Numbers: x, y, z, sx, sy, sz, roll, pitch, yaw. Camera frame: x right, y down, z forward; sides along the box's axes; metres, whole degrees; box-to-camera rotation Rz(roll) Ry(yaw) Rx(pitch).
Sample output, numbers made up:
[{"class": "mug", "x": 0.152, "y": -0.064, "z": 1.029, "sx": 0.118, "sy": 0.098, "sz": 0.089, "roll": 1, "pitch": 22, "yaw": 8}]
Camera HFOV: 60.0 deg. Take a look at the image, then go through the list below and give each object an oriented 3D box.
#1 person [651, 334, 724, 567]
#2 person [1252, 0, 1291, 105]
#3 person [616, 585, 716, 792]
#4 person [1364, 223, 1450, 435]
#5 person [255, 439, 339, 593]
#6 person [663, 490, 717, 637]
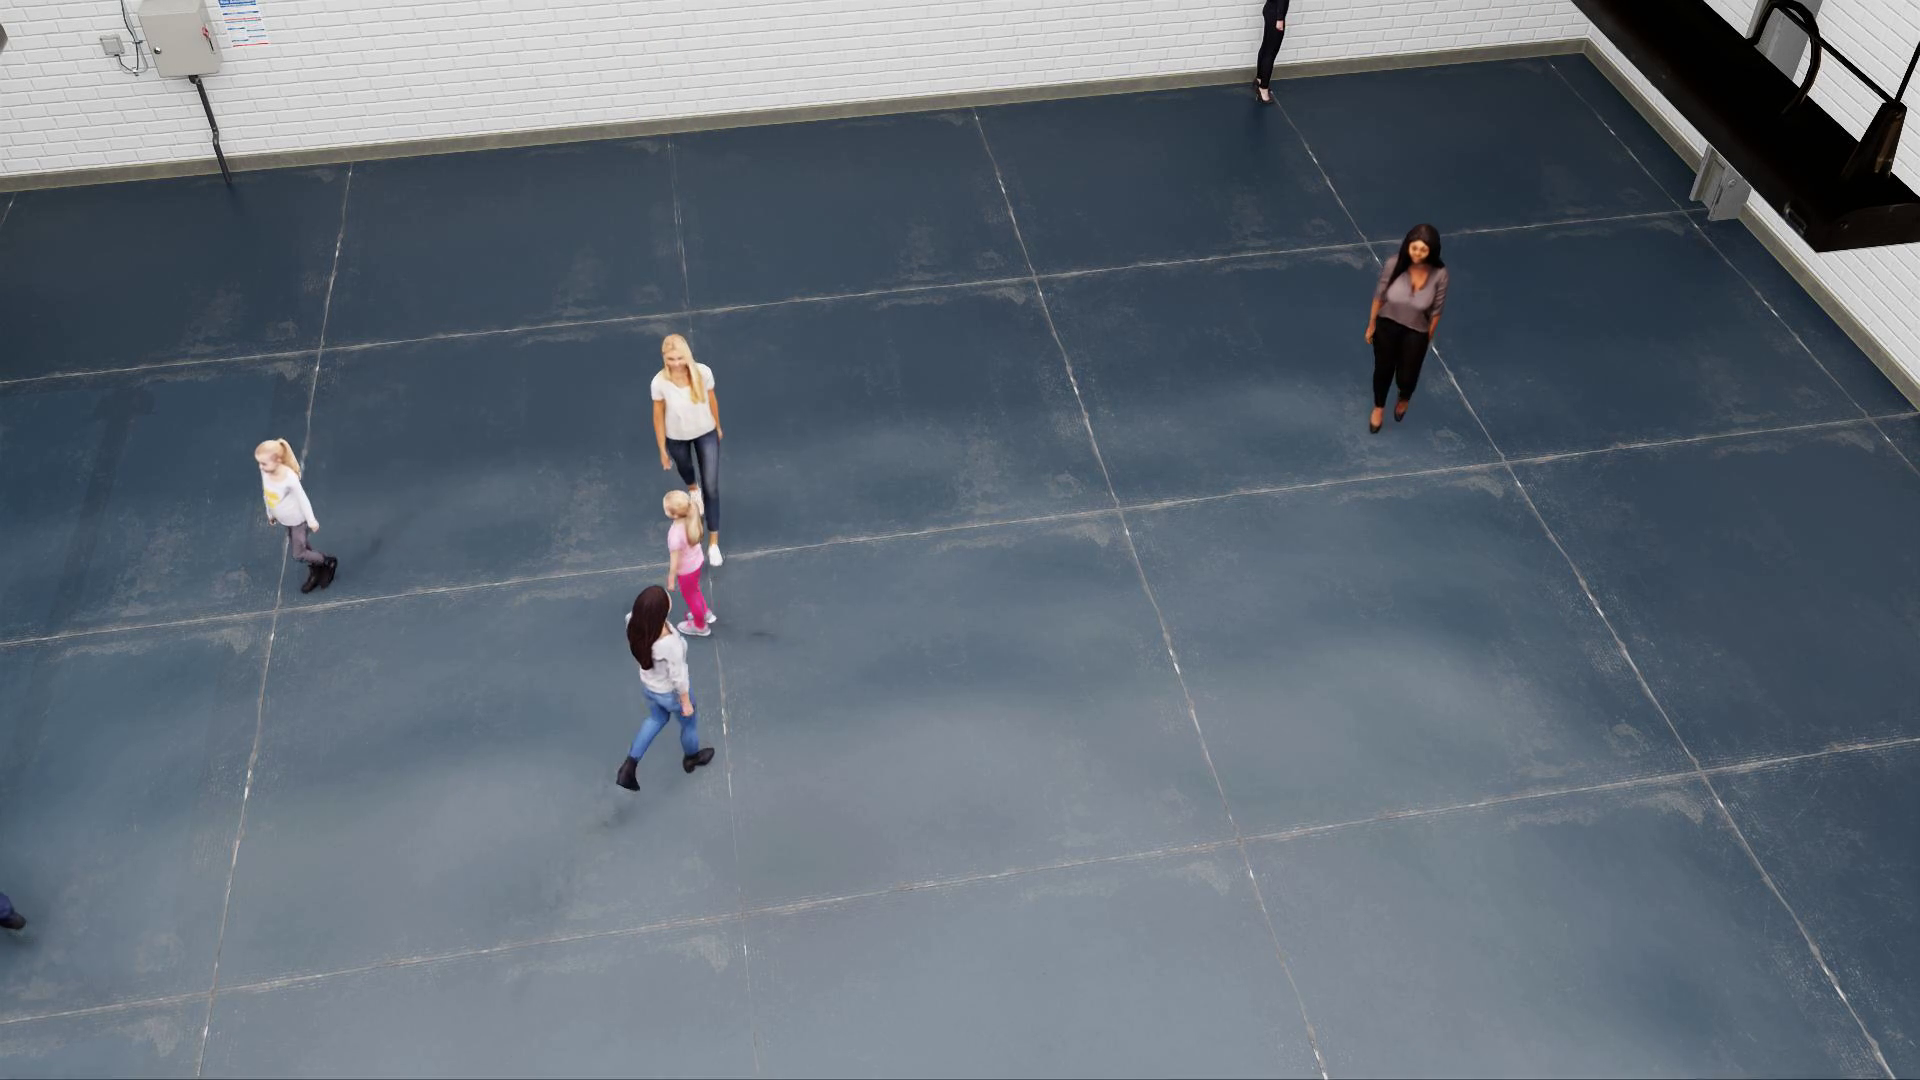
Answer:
[{"class": "person", "x": -1.861, "y": -0.754, "z": 11.449, "sx": 0.624, "sy": 1.762, "sz": 1.158, "roll": -9, "pitch": 44, "yaw": -9}, {"class": "person", "x": 3.030, "y": -5.041, "z": 15.986, "sx": 0.675, "sy": 1.712, "sz": 0.489, "roll": 1, "pitch": 44, "yaw": 1}, {"class": "person", "x": -1.796, "y": 0.920, "z": 9.802, "sx": 0.958, "sy": 1.610, "sz": 0.982, "roll": 32, "pitch": 52, "yaw": 29}, {"class": "person", "x": 3.264, "y": -1.574, "z": 12.263, "sx": 0.792, "sy": 1.827, "sz": 0.839, "roll": 16, "pitch": 46, "yaw": 16}, {"class": "person", "x": -4.448, "y": -0.192, "z": 11.217, "sx": 0.602, "sy": 1.270, "sz": 0.662, "roll": 25, "pitch": 49, "yaw": 24}, {"class": "person", "x": -1.724, "y": 0.158, "z": 10.850, "sx": 0.648, "sy": 1.268, "sz": 0.555, "roll": 10, "pitch": 45, "yaw": 10}]
